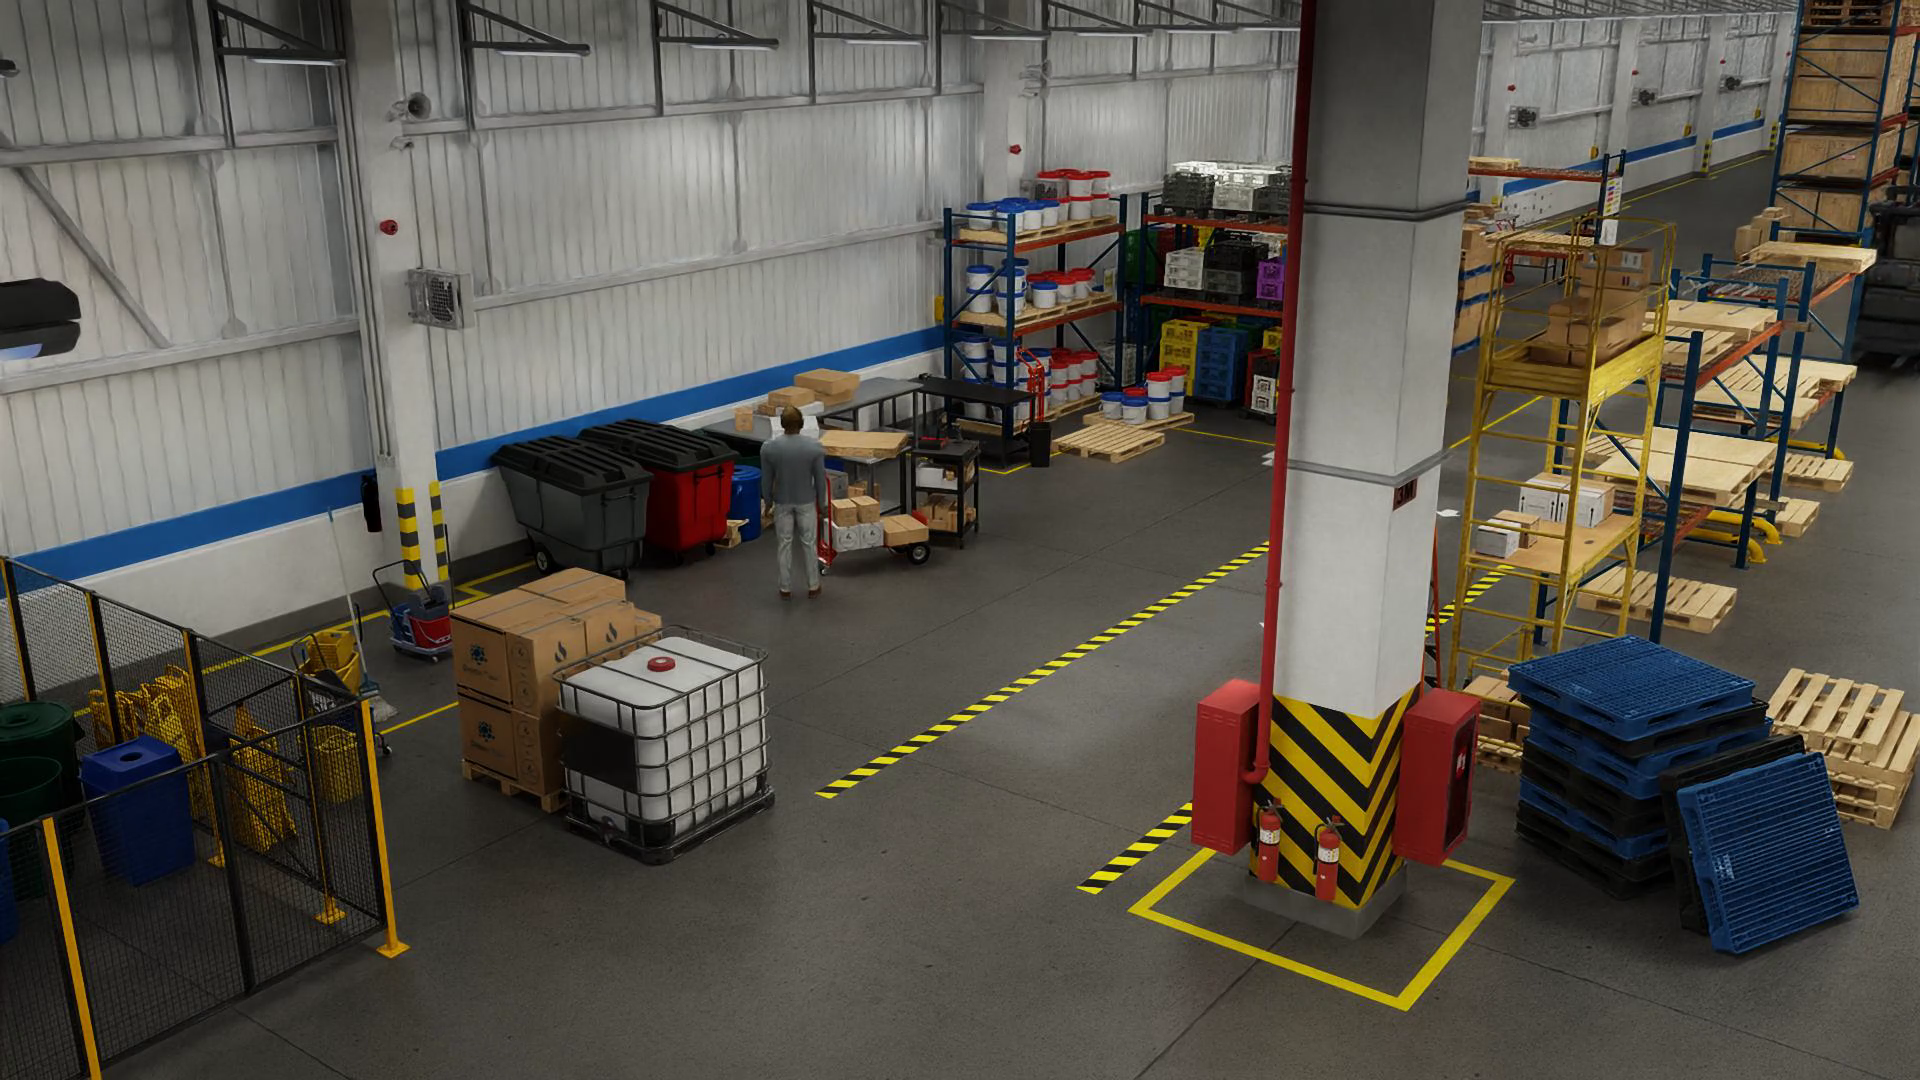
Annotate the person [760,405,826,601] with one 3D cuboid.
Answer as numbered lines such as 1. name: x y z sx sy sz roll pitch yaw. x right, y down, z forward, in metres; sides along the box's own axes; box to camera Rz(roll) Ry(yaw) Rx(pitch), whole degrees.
1. person: -1.616 -0.354 16.199 0.629 1.936 0.372 -1 18 -2

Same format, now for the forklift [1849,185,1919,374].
1. forklift: 15.101 -4.223 26.543 1.129 2.768 1.873 13 22 34
